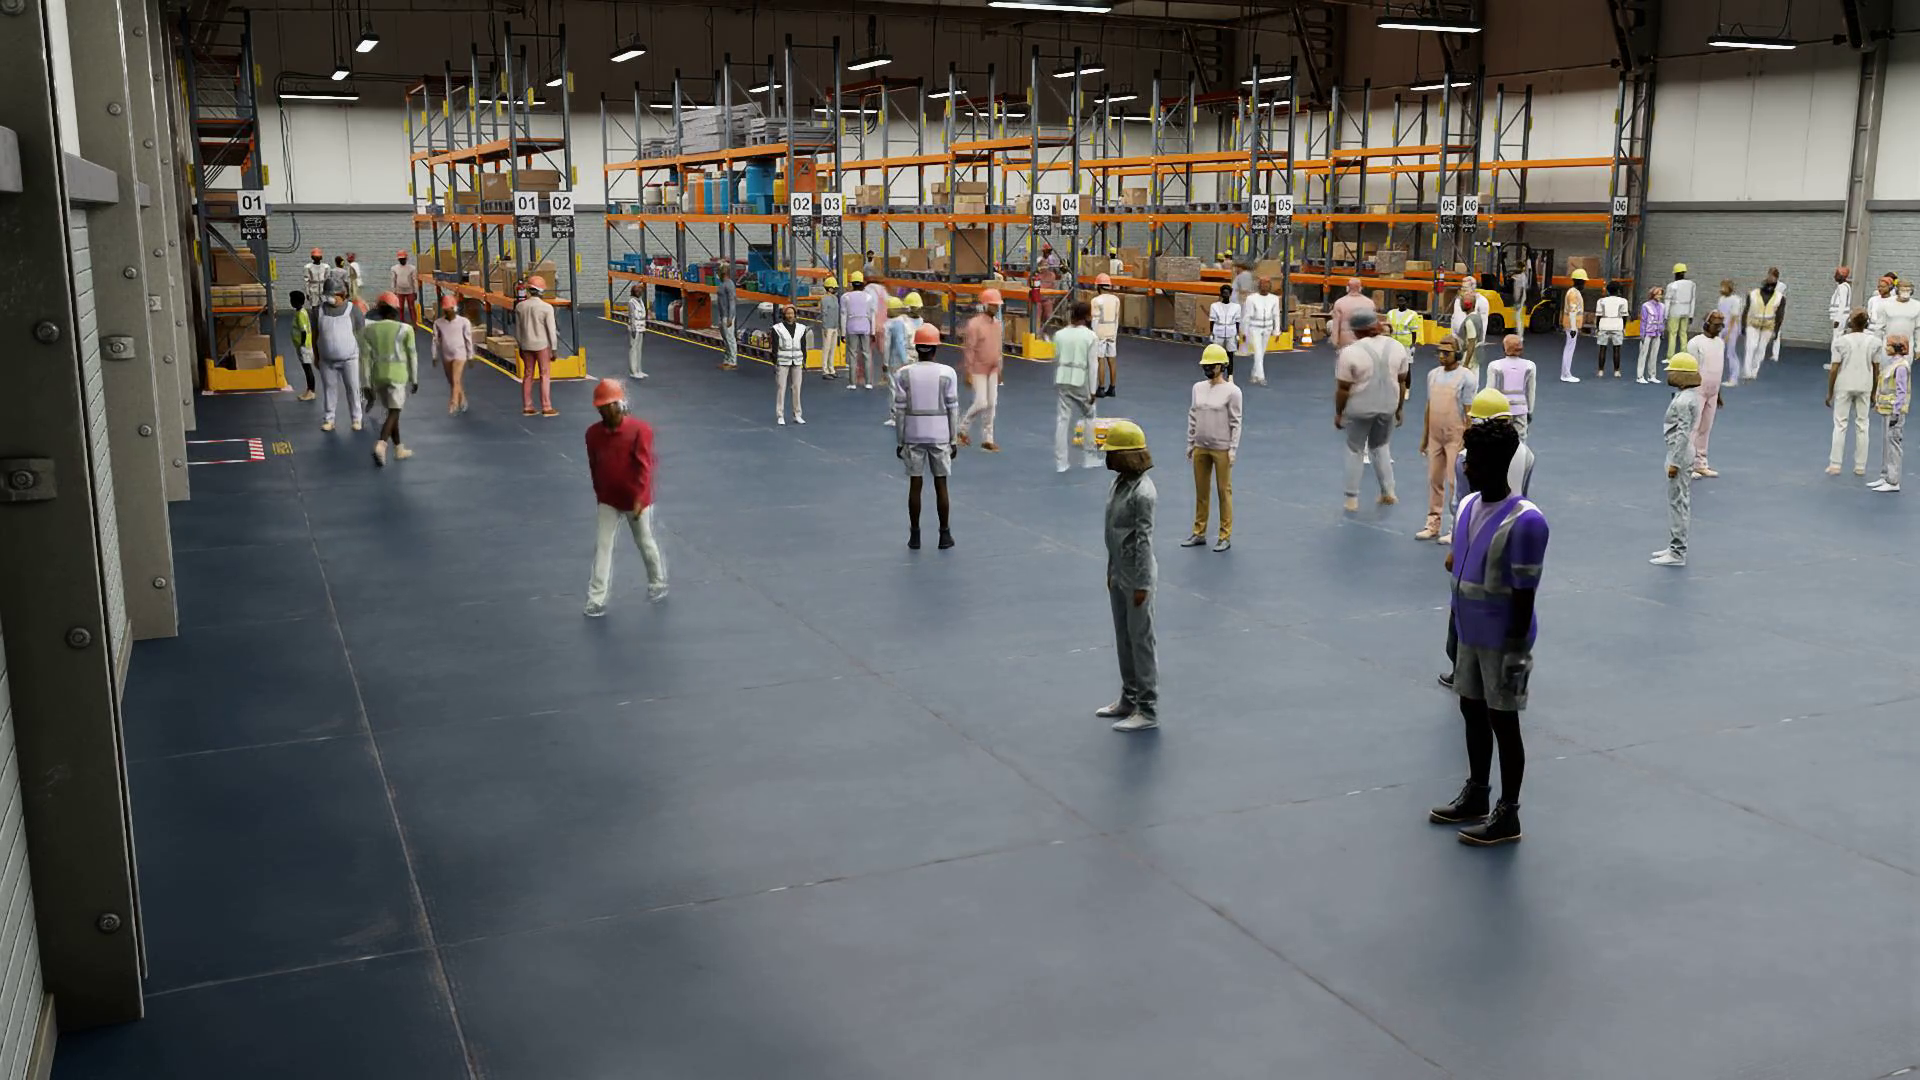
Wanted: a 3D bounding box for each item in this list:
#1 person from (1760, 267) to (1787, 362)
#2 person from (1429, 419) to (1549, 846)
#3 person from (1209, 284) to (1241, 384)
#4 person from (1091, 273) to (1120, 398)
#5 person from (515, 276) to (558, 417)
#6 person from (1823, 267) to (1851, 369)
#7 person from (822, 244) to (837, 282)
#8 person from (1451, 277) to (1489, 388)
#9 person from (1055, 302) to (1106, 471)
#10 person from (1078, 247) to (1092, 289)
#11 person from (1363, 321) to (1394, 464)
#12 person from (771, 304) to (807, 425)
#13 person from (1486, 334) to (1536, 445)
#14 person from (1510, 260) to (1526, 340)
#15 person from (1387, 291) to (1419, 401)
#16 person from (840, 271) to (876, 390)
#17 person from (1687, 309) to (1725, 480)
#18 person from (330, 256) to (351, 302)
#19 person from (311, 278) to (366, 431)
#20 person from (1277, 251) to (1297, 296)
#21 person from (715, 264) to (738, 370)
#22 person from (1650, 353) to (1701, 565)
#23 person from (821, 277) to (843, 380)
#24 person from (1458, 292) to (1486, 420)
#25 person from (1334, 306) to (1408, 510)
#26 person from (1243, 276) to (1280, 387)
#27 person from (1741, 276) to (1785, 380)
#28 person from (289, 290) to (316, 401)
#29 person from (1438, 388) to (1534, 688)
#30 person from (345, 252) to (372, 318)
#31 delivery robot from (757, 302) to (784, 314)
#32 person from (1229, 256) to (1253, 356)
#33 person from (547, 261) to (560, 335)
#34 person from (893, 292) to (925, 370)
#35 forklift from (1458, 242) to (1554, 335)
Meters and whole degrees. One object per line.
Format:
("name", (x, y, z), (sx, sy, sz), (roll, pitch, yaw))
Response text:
("person", (15.745, -4.376, 32.305), (0.502, 1.837, 0.349), (0, 11, 2))
("person", (2.425, 0.419, 7.627), (0.374, 1.958, 0.599), (-3, 12, -17))
("person", (4.410, -3.407, 27.724), (0.535, 1.697, 0.318), (1, 11, 3))
("person", (2.237, -3.193, 26.016), (0.543, 1.939, 0.370), (-8, 14, -35))
("person", (-5.999, -2.743, 23.623), (0.629, 1.986, 0.412), (3, 12, 16))
("person", (16.238, -4.095, 30.742), (0.349, 1.882, 0.584), (6, 13, 27))
("person", (-3.859, -7.858, 49.462), (0.604, 2.044, 0.375), (8, 13, 34))
("person", (7.821, -3.111, 25.703), (0.406, 1.903, 0.638), (-7, 13, -32))
("person", (1.342, -1.731, 18.729), (0.623, 1.872, 0.857), (8, 13, 34))
("person", (3.537, -7.275, 46.816), (0.382, 1.917, 0.593), (-8, 14, -36))
("person", (4.824, -1.694, 19.151), (0.513, 1.645, 0.307), (-3, 11, -14))
("person", (-2.333, -2.396, 22.729), (0.513, 1.641, 0.307), (-6, 13, -27))
("person", (5.656, -1.296, 17.138), (0.516, 1.640, 0.314), (0, 11, 2))
("person", (12.501, -5.344, 37.239), (0.360, 1.834, 0.599), (0, 11, 0))
("person", (6.795, -2.992, 25.633), (0.535, 1.693, 0.320), (9, 14, 39))
("person", (-1.666, -3.419, 27.191), (0.585, 1.929, 0.371), (-2, 11, -10))
("person", (8.092, -1.579, 18.068), (0.506, 1.842, 0.346), (-6, 13, -27))
("person", (-14.785, -5.841, 39.700), (0.510, 1.858, 0.336), (2, 11, 10))
("person", (-8.237, -2.460, 22.034), (0.688, 2.000, 0.536), (-2, 11, -9))
("person", (9.343, -7.395, 47.754), (0.620, 1.786, 0.467), (-9, 14, -38))
("person", (-4.295, -4.088, 30.579), (0.352, 1.933, 0.635), (-5, 12, -23))
("person", (5.882, -0.665, 13.667), (0.304, 1.743, 0.494), (6, 12, 27))
("person", (-2.234, -3.672, 28.897), (0.311, 1.768, 0.532), (5, 12, 22))
("person", (6.750, -2.357, 22.028), (0.402, 1.836, 0.564), (5, 12, 22))
("person", (3.960, -1.292, 16.095), (0.761, 2.000, 0.540), (-3, 11, -13))
("person", (5.043, -3.507, 27.899), (0.586, 1.838, 1.007), (-2, 11, -8))
("person", (13.835, -3.641, 28.676), (0.638, 1.797, 0.692), (3, 12, 16))
("person", (-10.098, -2.983, 25.558), (0.320, 1.698, 0.537), (-4, 12, -21))
("person", (3.161, 0.000, 10.061), (0.602, 1.830, 0.404), (-7, 13, -31))
("person", (-16.421, -6.917, 45.244), (0.631, 1.830, 0.571), (-2, 11, -12))
("delivery robot", (-5.195, -6.399, 45.603), (0.707, 0.478, 0.477), (-7, 13, -33))
("person", (5.656, -4.742, 33.629), (0.536, 2.000, 0.793), (1, 11, 5))
("person", (-9.681, -5.715, 39.333), (0.485, 1.745, 0.289), (4, 12, 21))
("person", (-0.569, -2.427, 22.461), (0.793, 1.802, 0.615), (9, 14, 39))
("forklift", (13.047, -6.049, 39.881), (2.313, 2.155, 1.214), (-5, 12, -23))
